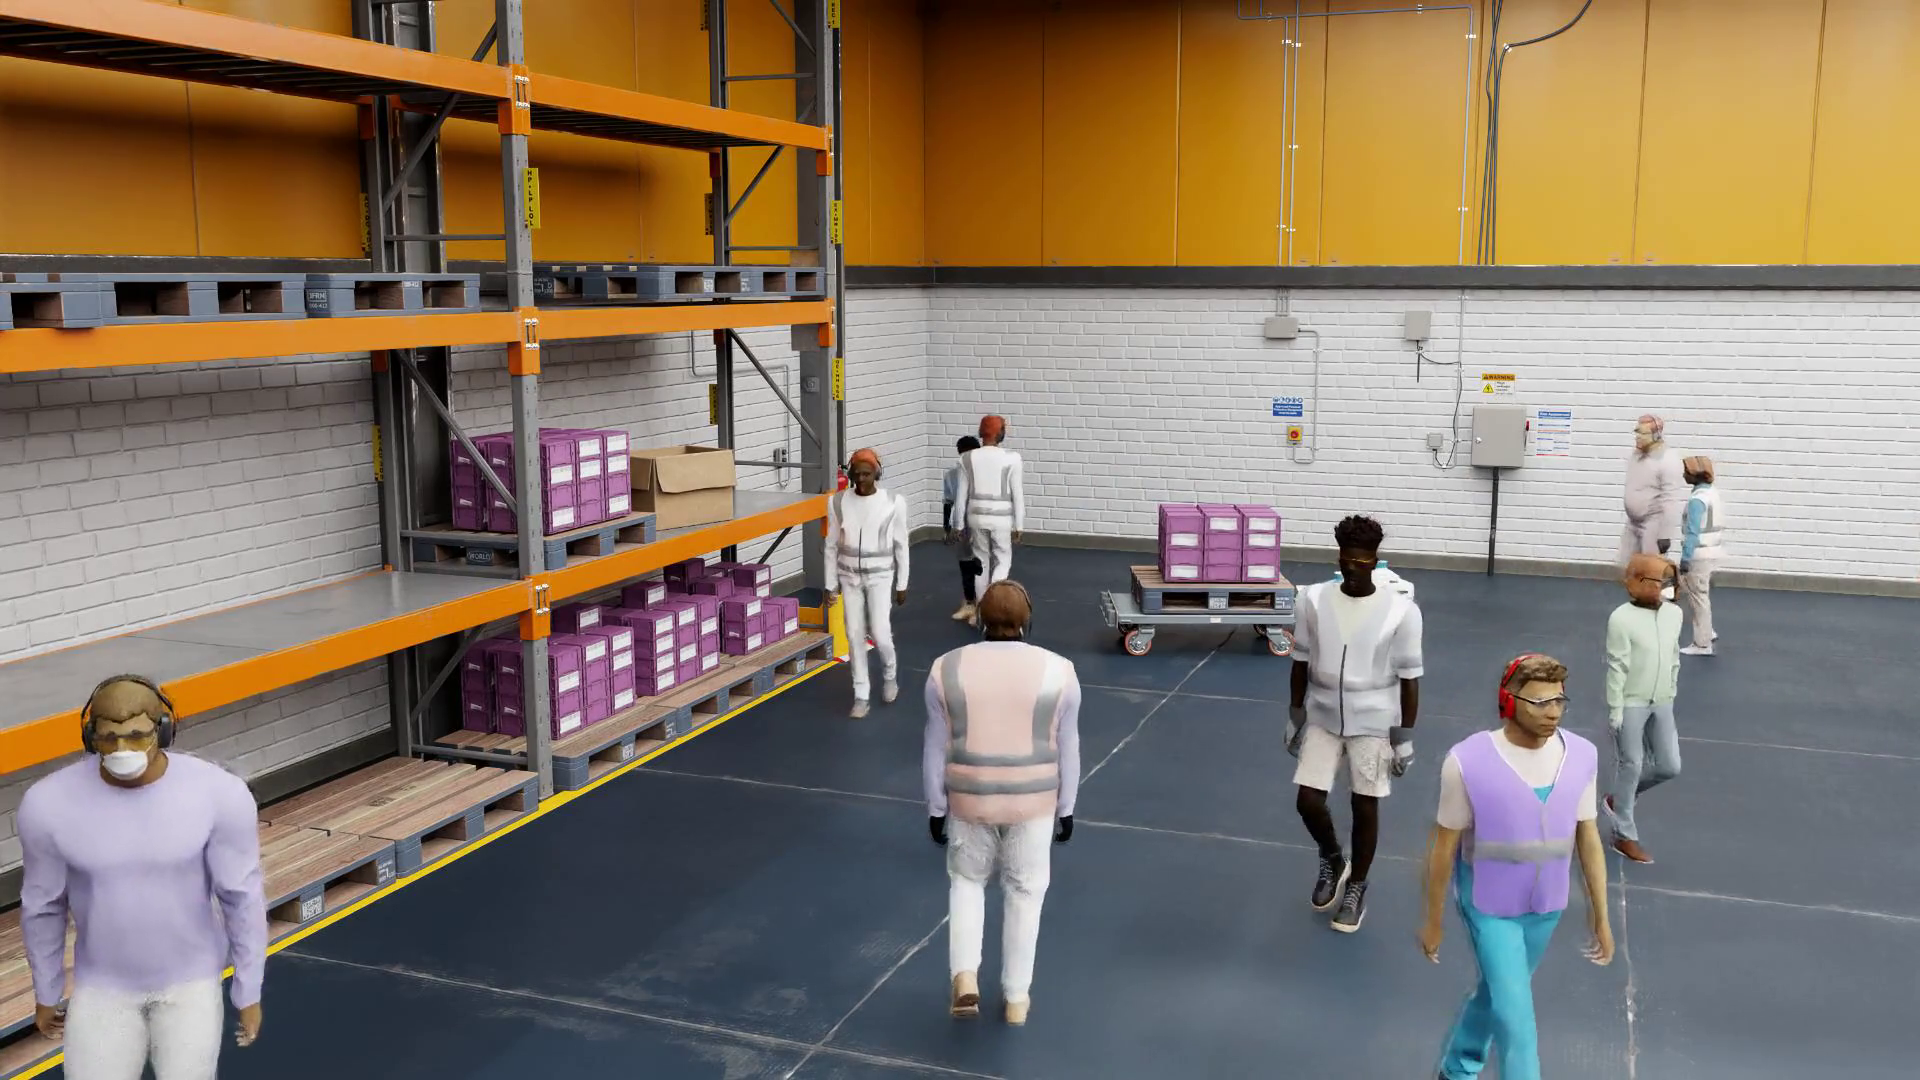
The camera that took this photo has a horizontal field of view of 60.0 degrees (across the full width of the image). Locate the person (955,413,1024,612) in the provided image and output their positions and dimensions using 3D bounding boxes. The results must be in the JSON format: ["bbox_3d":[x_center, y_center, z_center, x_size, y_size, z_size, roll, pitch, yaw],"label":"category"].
[{"bbox_3d":[0.238,-0.134,14.080,0.594,1.873,0.567,2,9,12],"label":"person"}]

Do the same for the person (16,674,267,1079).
[{"bbox_3d":[-2.369,1.310,4.862,0.657,1.919,0.426,-3,10,-19],"label":"person"}]

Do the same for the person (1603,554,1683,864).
[{"bbox_3d":[3.524,0.863,8.631,0.501,1.623,0.391,-4,10,-22],"label":"person"}]

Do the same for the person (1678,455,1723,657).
[{"bbox_3d":[5.846,0.131,13.187,0.382,1.615,0.543,6,11,34],"label":"person"}]

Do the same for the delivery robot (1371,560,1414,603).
[{"bbox_3d":[3.647,0.420,14.438,0.477,0.478,0.707,-2,9,-11],"label":"delivery robot"}]

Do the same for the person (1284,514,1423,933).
[{"bbox_3d":[1.796,0.845,7.677,0.644,1.951,0.423,5,10,28],"label":"person"}]

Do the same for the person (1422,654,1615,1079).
[{"bbox_3d":[1.898,1.253,5.639,0.582,1.790,1.009,-3,10,-18],"label":"person"}]

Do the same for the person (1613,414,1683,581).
[{"bbox_3d":[5.803,-0.118,14.000,0.480,1.879,0.676,-2,9,-12],"label":"person"}]

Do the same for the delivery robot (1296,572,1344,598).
[{"bbox_3d":[3.171,0.508,13.882,0.707,0.478,0.477,1,9,7],"label":"delivery robot"}]

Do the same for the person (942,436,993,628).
[{"bbox_3d":[0.110,-0.076,14.344,0.601,1.663,0.617,5,10,29],"label":"person"}]

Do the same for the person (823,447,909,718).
[{"bbox_3d":[-0.641,0.283,11.474,0.572,1.869,0.465,2,9,14],"label":"person"}]

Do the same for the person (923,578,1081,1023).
[{"bbox_3d":[0.169,1.068,6.676,0.626,1.833,0.490,1,9,5],"label":"person"}]
